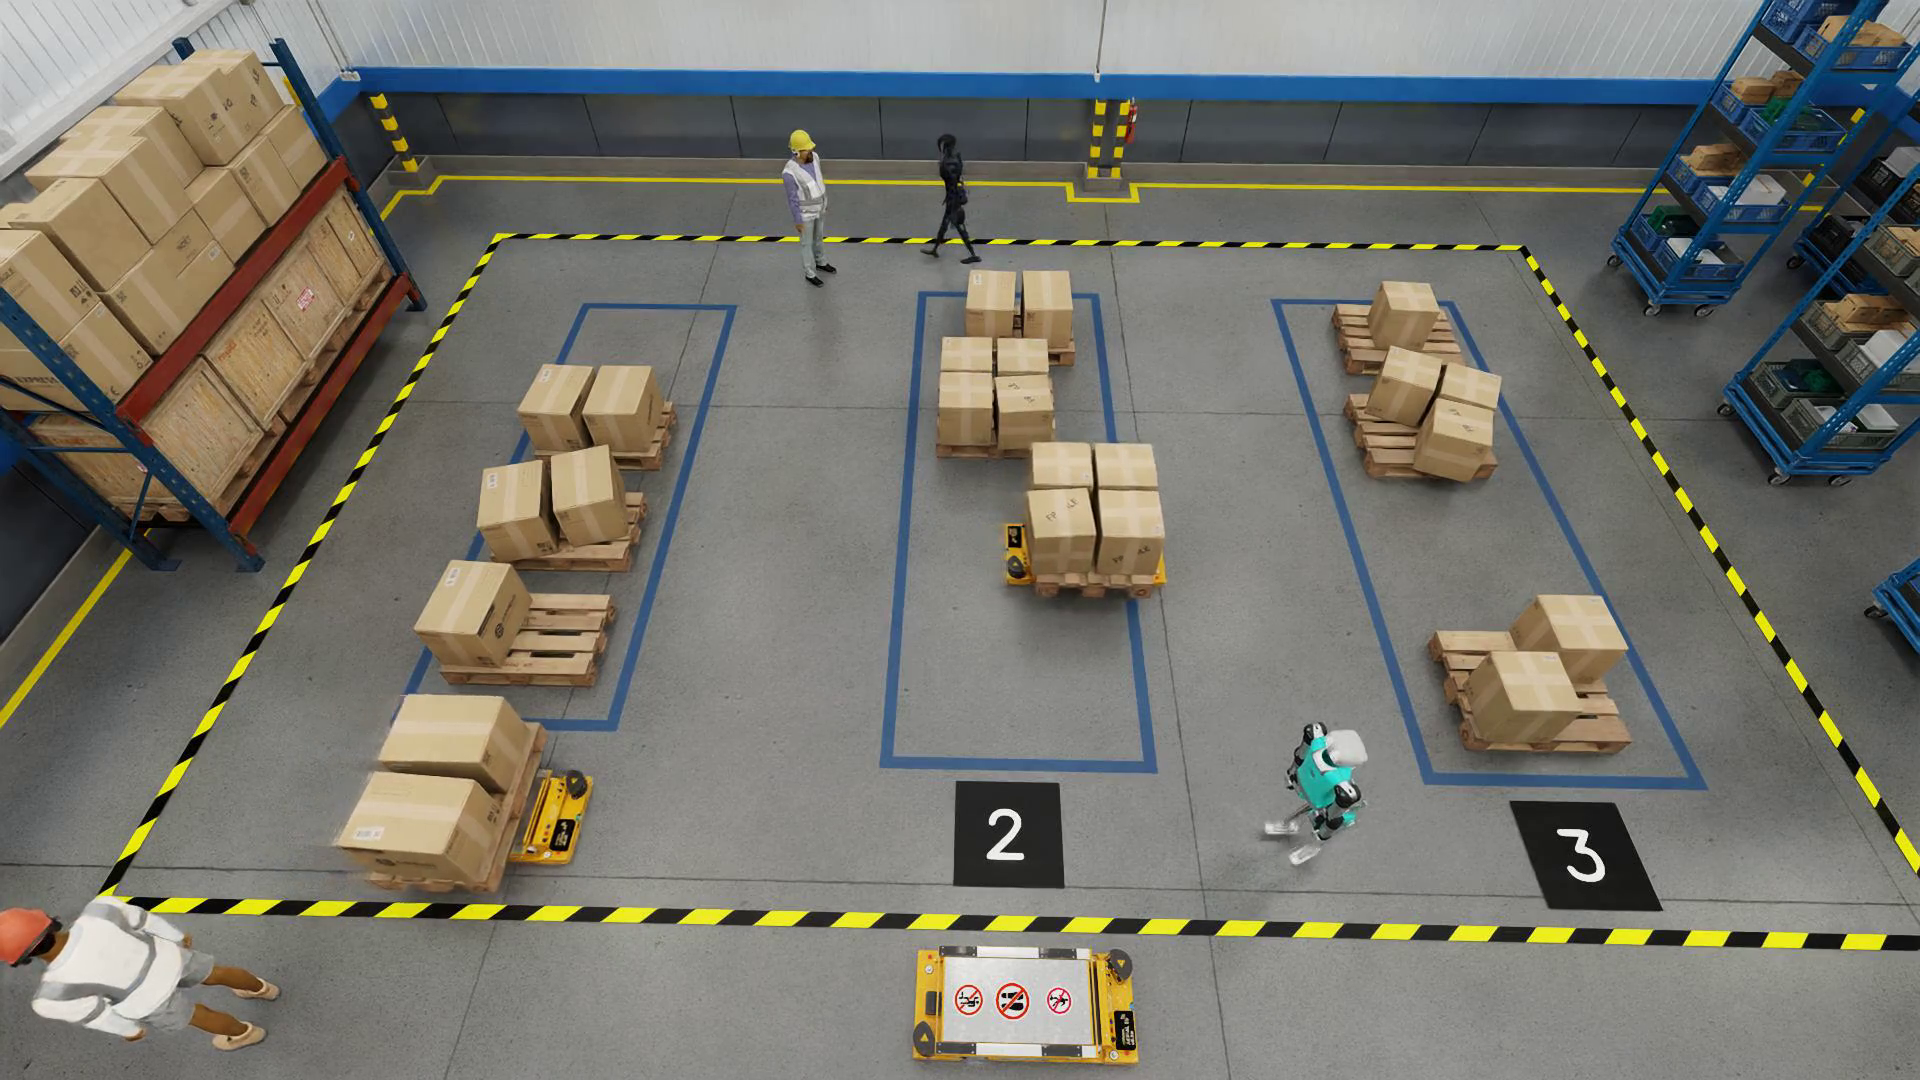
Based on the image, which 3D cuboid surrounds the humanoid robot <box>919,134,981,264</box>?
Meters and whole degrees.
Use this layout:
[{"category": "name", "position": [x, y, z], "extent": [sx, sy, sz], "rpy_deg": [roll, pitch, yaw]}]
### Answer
[{"category": "humanoid robot", "position": [-0.112, -4.004, 10.866], "extent": [0.756, 1.622, 0.613], "rpy_deg": [-7, 51, -6]}]

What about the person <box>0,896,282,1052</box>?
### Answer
[{"category": "person", "position": [-4.701, 2.541, 5.277], "extent": [0.400, 2.035, 0.607], "rpy_deg": [-1, 51, -1]}]

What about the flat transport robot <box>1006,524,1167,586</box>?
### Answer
[{"category": "flat transport robot", "position": [1.142, 0.098, 8.388], "extent": [1.431, 0.197, 0.652], "rpy_deg": [1, 51, 1]}]

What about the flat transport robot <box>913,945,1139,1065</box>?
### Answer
[{"category": "flat transport robot", "position": [0.422, 3.041, 6.007], "extent": [1.431, 0.231, 0.659], "rpy_deg": [1, 51, 1]}]

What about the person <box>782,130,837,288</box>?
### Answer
[{"category": "person", "position": [-1.728, -3.826, 10.592], "extent": [0.404, 1.837, 0.589], "rpy_deg": [21, 54, 17]}]

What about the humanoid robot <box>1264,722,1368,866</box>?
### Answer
[{"category": "humanoid robot", "position": [2.531, 1.721, 6.143], "extent": [0.800, 1.800, 0.537], "rpy_deg": [-11, 52, -9]}]

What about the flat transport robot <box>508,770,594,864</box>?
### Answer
[{"category": "flat transport robot", "position": [-3.543, 2.038, 6.807], "extent": [1.431, 0.197, 0.652], "rpy_deg": [1, 51, 1]}]
